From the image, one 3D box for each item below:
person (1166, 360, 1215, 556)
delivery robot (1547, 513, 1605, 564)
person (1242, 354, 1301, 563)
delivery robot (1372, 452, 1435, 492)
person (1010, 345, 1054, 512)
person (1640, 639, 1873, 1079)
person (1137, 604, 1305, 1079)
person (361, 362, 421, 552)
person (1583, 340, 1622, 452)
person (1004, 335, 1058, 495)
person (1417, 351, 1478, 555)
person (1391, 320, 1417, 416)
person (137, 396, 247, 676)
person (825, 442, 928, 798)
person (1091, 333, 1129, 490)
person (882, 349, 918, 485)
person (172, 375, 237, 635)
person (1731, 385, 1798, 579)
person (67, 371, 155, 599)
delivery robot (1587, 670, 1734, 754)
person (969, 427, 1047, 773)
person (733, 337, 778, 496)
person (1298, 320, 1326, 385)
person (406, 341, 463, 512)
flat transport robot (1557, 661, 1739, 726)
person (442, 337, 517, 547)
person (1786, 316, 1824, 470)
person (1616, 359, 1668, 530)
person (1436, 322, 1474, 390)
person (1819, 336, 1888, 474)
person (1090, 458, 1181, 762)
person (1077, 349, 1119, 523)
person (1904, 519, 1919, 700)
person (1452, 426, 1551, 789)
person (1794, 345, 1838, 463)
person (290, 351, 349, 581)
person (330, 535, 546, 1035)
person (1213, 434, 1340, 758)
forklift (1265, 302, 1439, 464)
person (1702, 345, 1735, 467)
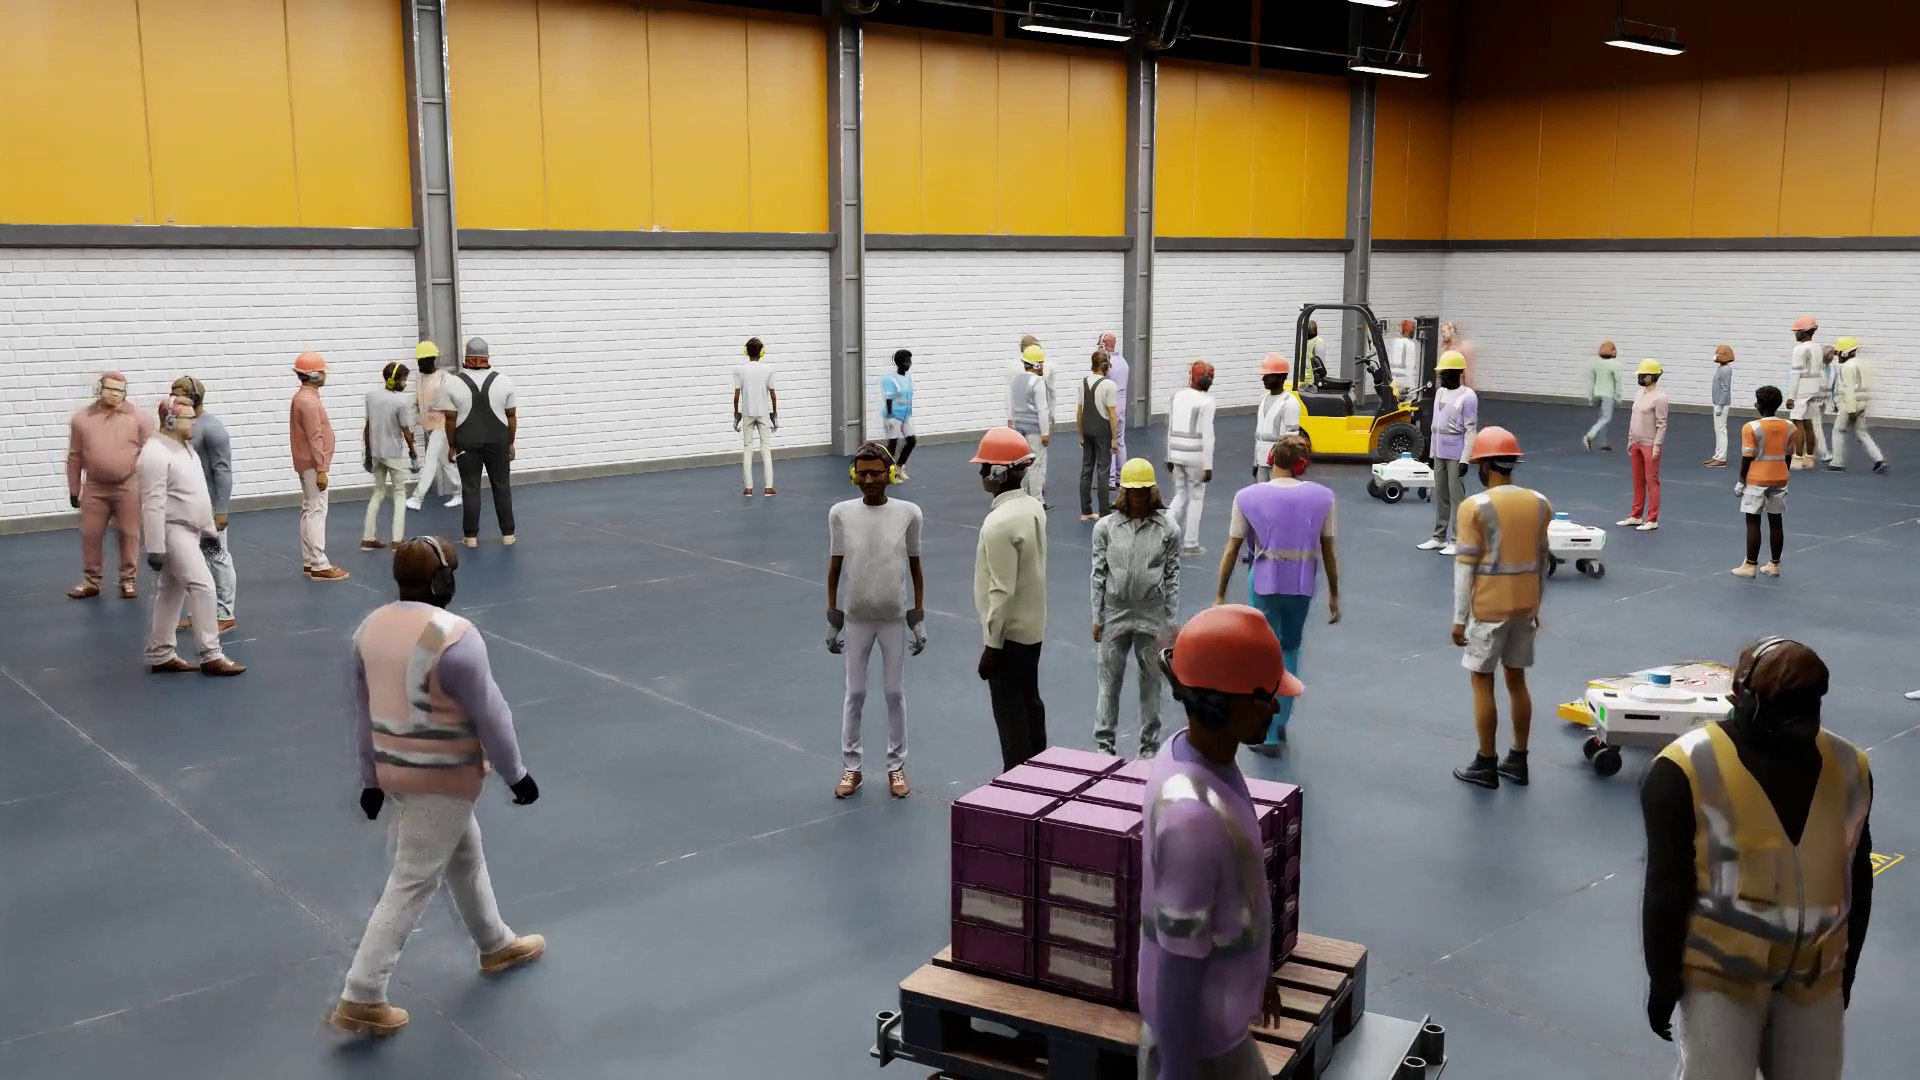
[{"bbox_3d":[2.101,-0.750,15.522,0.520,1.860,0.617,-7,12,-37],"label":"person"},{"bbox_3d":[5.285,0.002,14.641,0.707,0.478,0.477,0,10,1],"label":"delivery robot"},{"bbox_3d":[2.826,-0.710,15.042,0.356,1.938,0.545,-5,11,-25],"label":"person"},{"bbox_3d":[5.125,-0.764,19.131,0.707,0.478,0.477,-1,10,-6],"label":"delivery robot"},{"bbox_3d":[0.804,-1.227,18.370,0.404,1.835,0.587,-6,11,-32],"label":"person"},{"bbox_3d":[2.131,1.144,4.509,0.634,1.826,0.537,0,10,-1],"label":"person"},{"bbox_3d":[0.557,1.127,4.109,1.008,2.009,0.608,1,10,5],"label":"person"},{"bbox_3d":[-5.437,-0.784,15.832,0.563,1.828,0.373,4,10,21],"label":"person"},{"bbox_3d":[9.189,-2.052,23.838,0.689,1.613,0.496,-5,11,-27],"label":"person"},{"bbox_3d":[0.850,-1.478,19.682,0.653,1.877,1.019,-1,10,-4],"label":"person"},{"bbox_3d":[4.630,-0.823,15.735,0.367,1.928,0.584,-4,10,-20],"label":"person"},{"bbox_3d":[6.827,-2.397,25.186,0.922,1.841,0.572,-4,10,-21],"label":"person"},{"bbox_3d":[-5.122,-0.020,11.151,0.797,1.876,0.670,-1,10,-8],"label":"person"},{"bbox_3d":[-0.437,0.417,8.644,0.538,1.869,0.313,0,10,0],"label":"person"},{"bbox_3d":[1.800,-1.555,20.149,0.414,1.894,0.659,6,12,33],"label":"person"},{"bbox_3d":[-0.752,-1.515,20.519,0.363,1.676,0.559,8,13,41],"label":"person"},{"bbox_3d":[-5.647,-0.253,12.363,0.628,1.940,0.378,6,12,33],"label":"person"},{"bbox_3d":[7.027,-0.504,14.540,0.532,1.698,0.319,-2,10,-14],"label":"person"},{"bbox_3d":[-6.951,-0.433,13.625,0.705,1.883,0.403,-2,10,-14],"label":"person"},{"bbox_3d":[3.805,0.955,9.064,0.707,0.478,0.477,2,10,9],"label":"delivery robot"},{"bbox_3d":[0.230,0.444,8.121,0.395,1.993,0.614,4,10,21],"label":"person"},{"bbox_3d":[-2.404,-1.444,19.543,0.534,1.868,0.309,-1,10,-4],"label":"person"},{"bbox_3d":[5.359,-2.452,25.547,0.429,1.837,0.621,-2,10,-12],"label":"person"},{"bbox_3d":[-5.886,-1.255,18.409,0.606,1.867,0.996,7,12,36],"label":"person"},{"bbox_3d":[4.381,0.963,10.120,1.431,0.197,0.652,-6,11,-31],"label":"flat transport robot"},{"bbox_3d":[-4.665,-0.957,16.190,0.681,2.000,0.536,-3,10,-19],"label":"person"},{"bbox_3d":[11.109,-1.935,21.965,0.616,2.037,0.407,-8,12,-38],"label":"person"},{"bbox_3d":[7.057,-0.982,17.141,0.312,1.768,0.522,-2,10,-12],"label":"person"},{"bbox_3d":[7.099,-2.235,24.240,1.040,1.842,0.653,-5,11,-28],"label":"person"},{"bbox_3d":[11.645,-1.733,21.503,0.611,1.793,0.760,-9,13,-42],"label":"person"},{"bbox_3d":[0.945,0.424,8.969,0.485,1.745,0.296,0,10,1],"label":"person"},{"bbox_3d":[1.453,-1.079,17.494,0.351,1.840,0.506,-9,13,-44],"label":"person"},{"bbox_3d":[6.126,0.250,10.339,0.322,1.630,0.515,1,10,7],"label":"person"},{"bbox_3d":[2.843,0.357,8.871,0.556,1.915,0.447,-3,10,-19],"label":"person"},{"bbox_3d":[11.764,-1.846,22.666,0.528,1.590,0.864,-4,10,-21],"label":"person"},{"bbox_3d":[-5.607,-0.642,14.480,0.385,1.994,0.613,-6,11,-30],"label":"person"},{"bbox_3d":[-1.991,0.881,6.185,0.628,1.797,0.983,8,13,40],"label":"person"},{"bbox_3d":[1.779,0.303,9.459,0.722,1.810,0.575,-1,10,-3],"label":"person"},{"bbox_3d":[5.320,-2.157,22.763,2.313,2.155,1.214,3,10,16],"label":"forklift"},{"bbox_3d":[10.180,-1.797,22.287,0.280,1.636,0.502,3,10,18],"label":"person"}]
